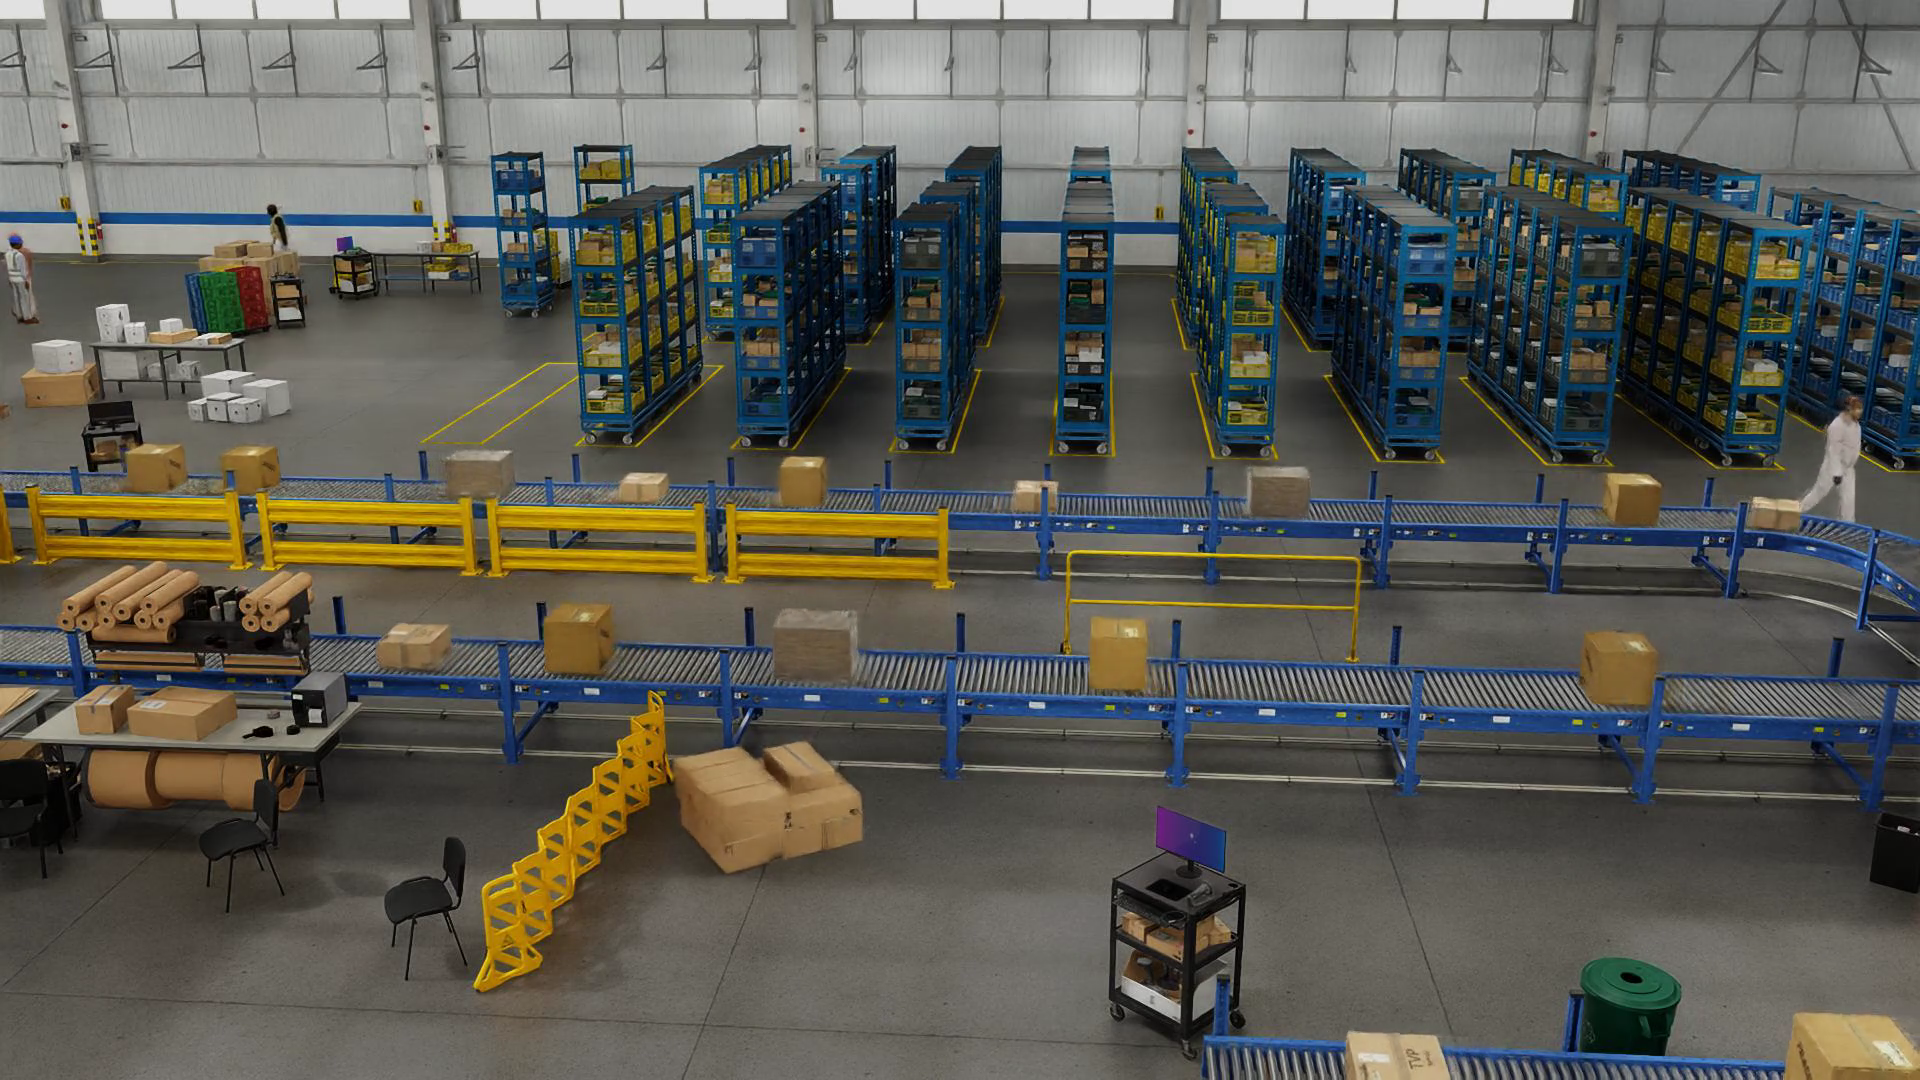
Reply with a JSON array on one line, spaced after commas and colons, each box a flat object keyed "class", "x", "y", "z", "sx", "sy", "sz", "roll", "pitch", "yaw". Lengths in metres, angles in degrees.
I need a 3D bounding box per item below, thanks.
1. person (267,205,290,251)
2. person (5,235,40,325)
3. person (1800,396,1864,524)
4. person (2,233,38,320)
[{"class": "person", "x": -17.939, "y": -7.893, "z": 43.671, "sx": 0.939, "sy": 1.792, "sz": 0.637, "roll": -9, "pitch": 19, "yaw": -26}, {"class": "person", "x": -20.614, "y": -5.702, "z": 36.472, "sx": 0.606, "sy": 1.944, "sz": 0.403, "roll": 11, "pitch": 21, "yaw": 32}, {"class": "person", "x": 11.365, "y": -0.967, "z": 21.588, "sx": 0.658, "sy": 1.870, "sz": 0.963, "roll": -12, "pitch": 21, "yaw": -34}, {"class": "person", "x": -20.860, "y": -5.828, "z": 36.906, "sx": 0.589, "sy": 1.934, "sz": 1.077, "roll": -15, "pitch": 23, "yaw": -40}]
